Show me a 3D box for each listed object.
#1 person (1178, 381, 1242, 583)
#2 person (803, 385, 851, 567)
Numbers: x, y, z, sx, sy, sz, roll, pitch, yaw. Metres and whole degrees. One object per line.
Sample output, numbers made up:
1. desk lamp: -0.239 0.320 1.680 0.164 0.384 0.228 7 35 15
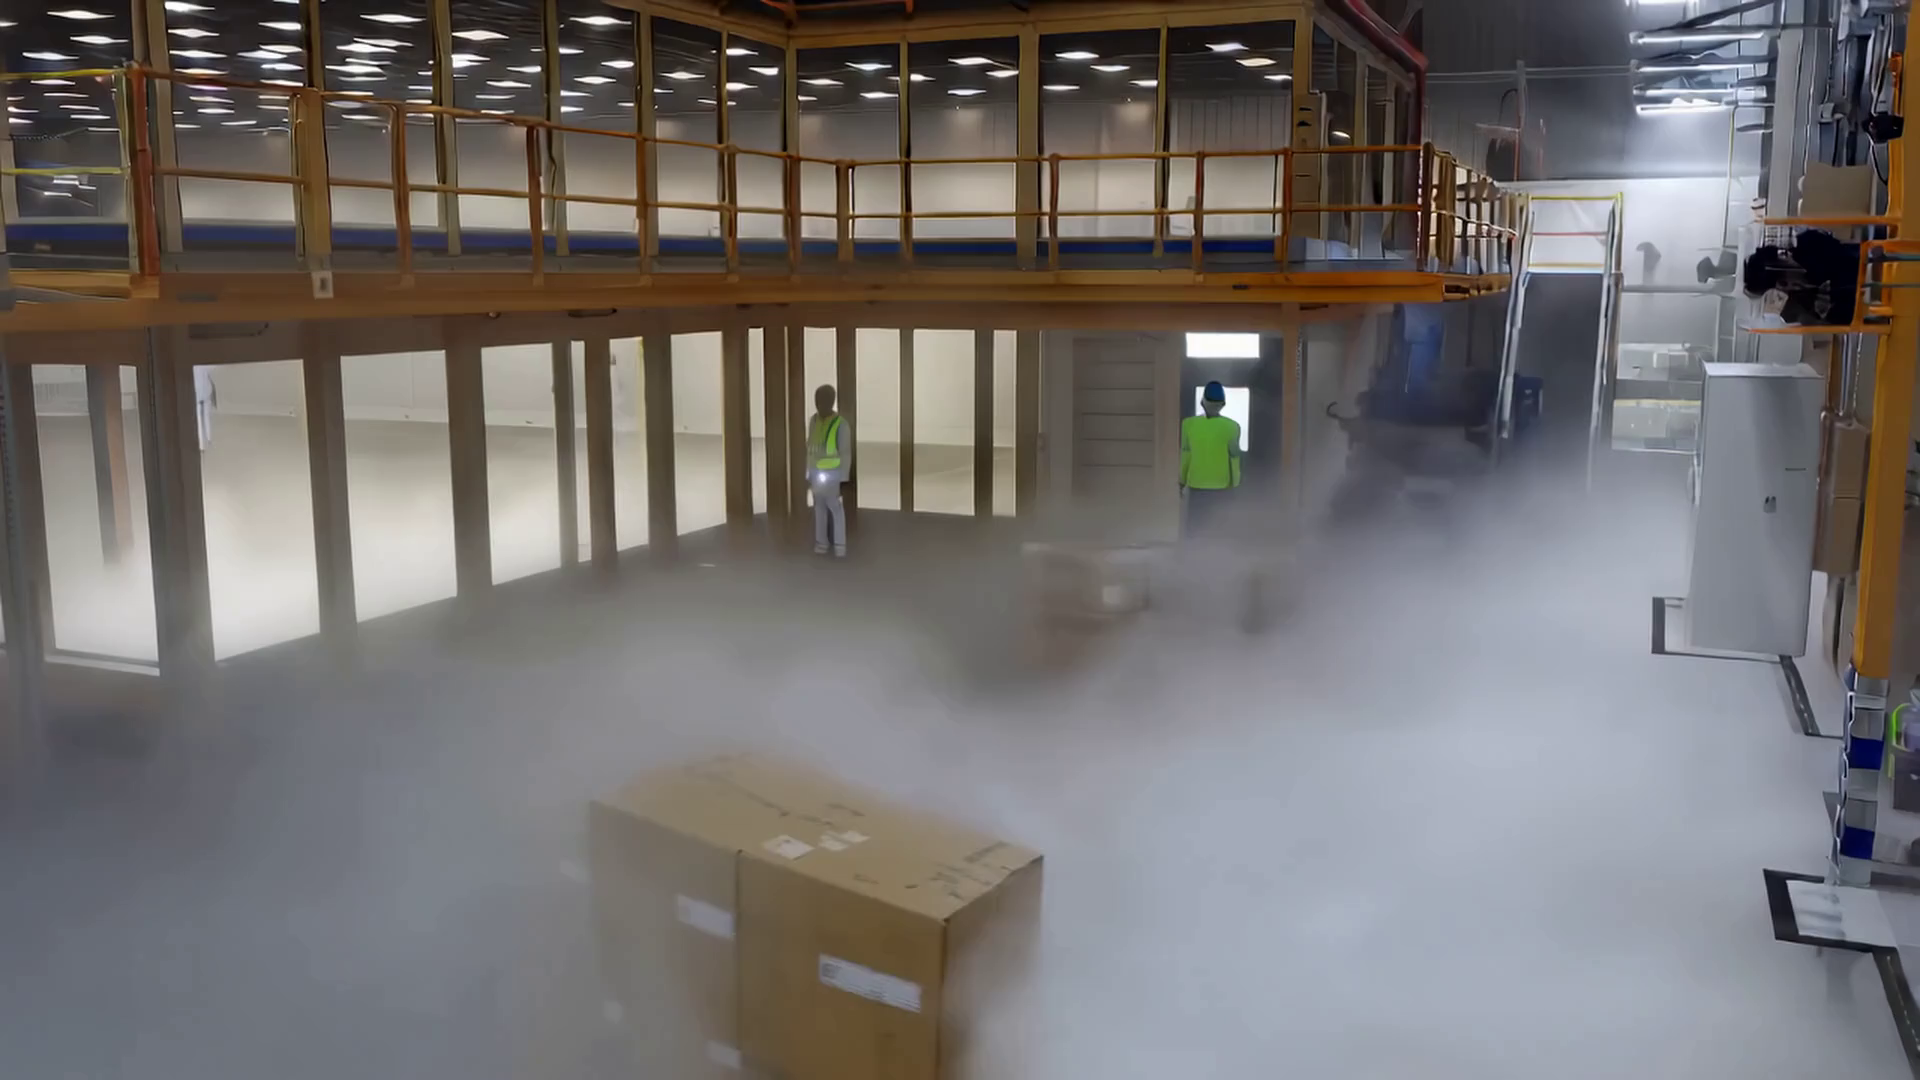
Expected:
1. person: 2.444 -0.559 16.282 0.612 1.986 0.406 1 9 6
2. person: -1.381 -0.662 17.226 0.575 1.882 0.355 7 12 37
